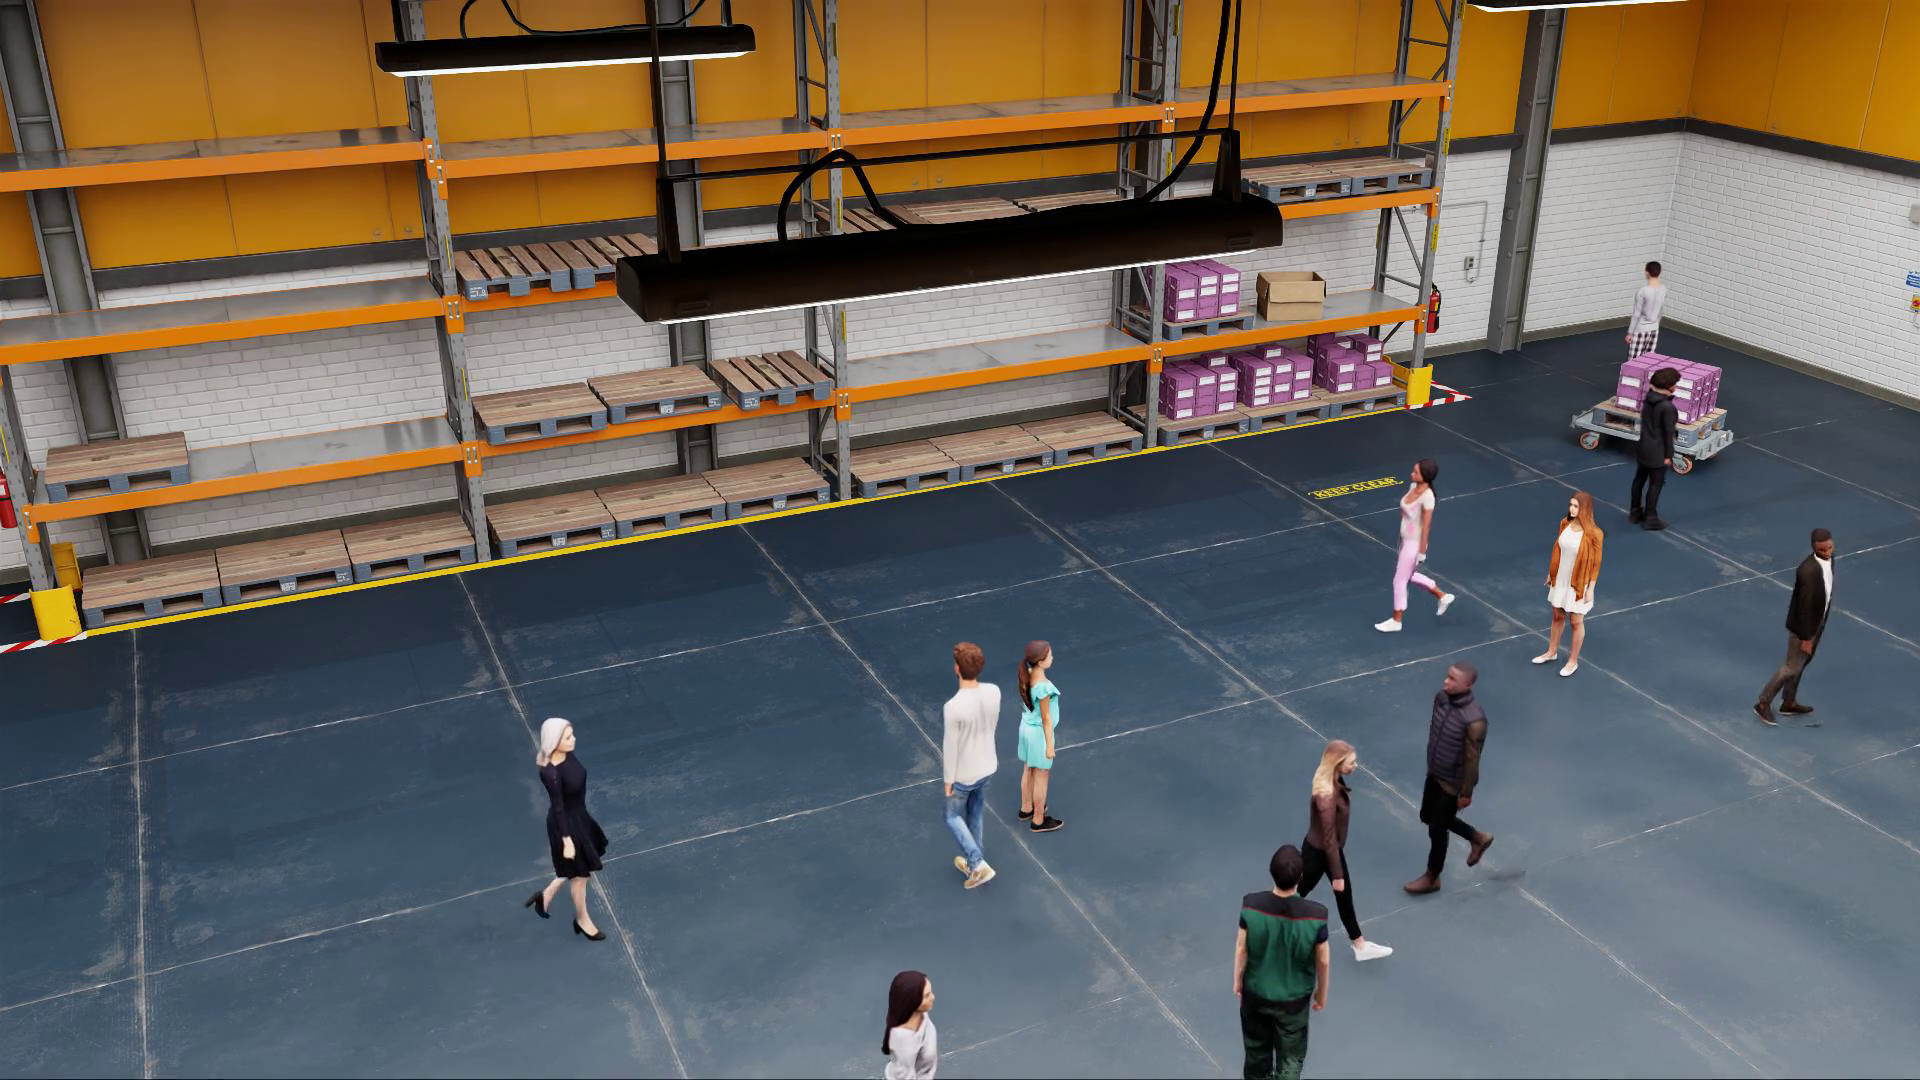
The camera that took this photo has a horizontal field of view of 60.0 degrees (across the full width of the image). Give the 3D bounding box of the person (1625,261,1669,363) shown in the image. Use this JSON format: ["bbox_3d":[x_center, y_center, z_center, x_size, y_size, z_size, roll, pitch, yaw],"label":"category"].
[{"bbox_3d":[8.883,-2.698,21.556,0.488,1.845,0.695,-8,25,-19],"label":"person"}]

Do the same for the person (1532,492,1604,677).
[{"bbox_3d":[5.424,0.362,14.713,0.612,1.720,0.659,-15,28,-31],"label":"person"}]

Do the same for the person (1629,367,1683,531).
[{"bbox_3d":[7.388,-0.982,17.712,0.625,1.781,0.646,-8,25,-17],"label":"person"}]

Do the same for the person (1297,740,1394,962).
[{"bbox_3d":[2.289,2.058,10.919,1.157,1.650,1.100,9,25,19],"label":"person"}]

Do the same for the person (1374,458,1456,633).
[{"bbox_3d":[4.283,0.050,15.425,1.074,1.722,0.833,-1,24,-3],"label":"person"}]

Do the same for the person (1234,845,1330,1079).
[{"bbox_3d":[1.779,2.600,9.390,1.111,1.881,1.130,6,24,14],"label":"person"}]

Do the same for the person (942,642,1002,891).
[{"bbox_3d":[0.130,1.639,11.596,0.794,1.876,0.821,-18,29,-35],"label":"person"}]

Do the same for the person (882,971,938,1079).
[{"bbox_3d":[-0.344,2.960,8.900,0.926,1.614,0.806,0,24,0],"label":"person"}]

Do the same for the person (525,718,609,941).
[{"bbox_3d":[-2.676,1.942,11.086,0.926,1.730,0.812,0,24,1],"label":"person"}]

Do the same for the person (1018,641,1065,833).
[{"bbox_3d":[0.580,1.446,12.433,0.526,1.558,0.535,-11,26,-23],"label":"person"}]

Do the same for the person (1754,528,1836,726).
[{"bbox_3d":[7.081,0.685,13.894,0.904,1.782,0.743,11,26,23],"label":"person"}]

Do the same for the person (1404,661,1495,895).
[{"bbox_3d":[3.504,1.661,11.618,1.005,1.818,0.795,-6,24,-13],"label":"person"}]
